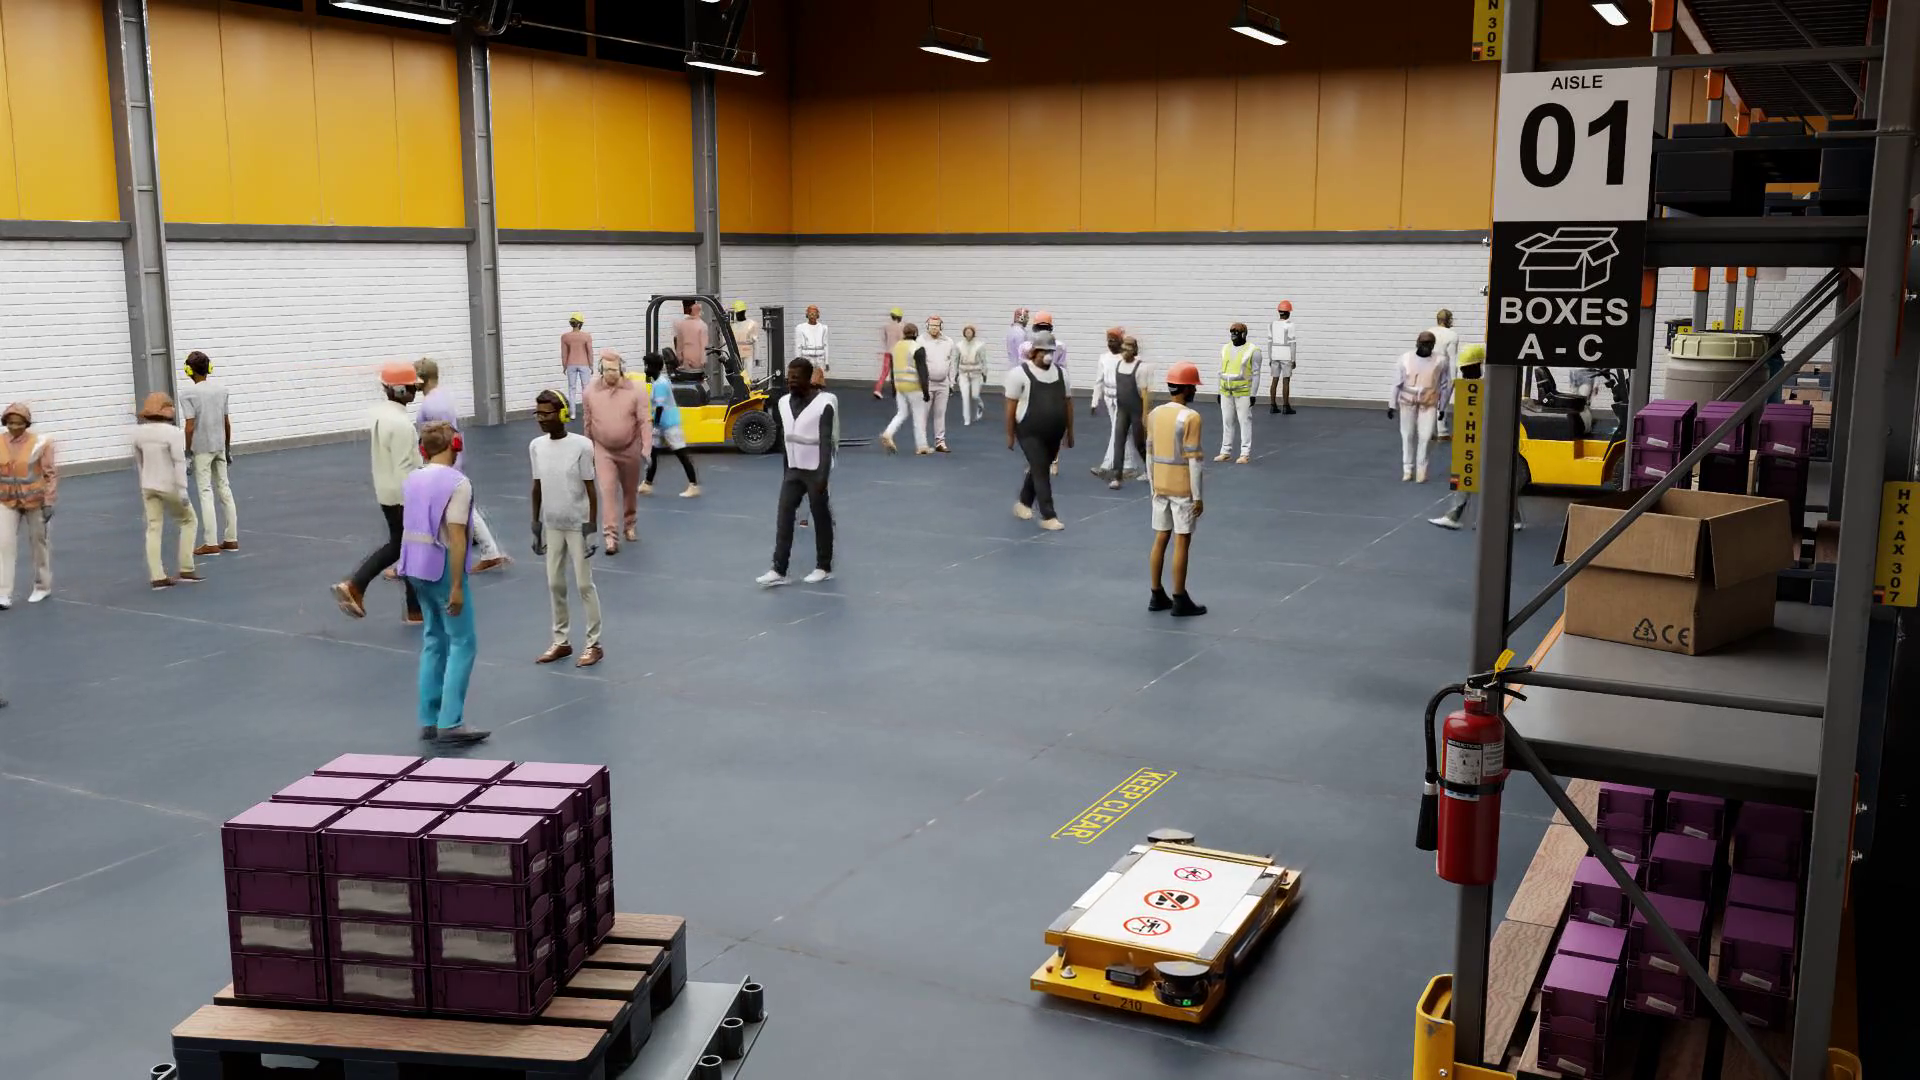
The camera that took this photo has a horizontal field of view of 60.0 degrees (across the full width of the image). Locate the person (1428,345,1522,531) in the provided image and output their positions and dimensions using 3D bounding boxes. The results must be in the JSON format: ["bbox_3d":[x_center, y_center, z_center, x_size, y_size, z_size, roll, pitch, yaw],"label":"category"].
[{"bbox_3d":[5.104,-0.984,16.325,0.995,1.845,0.596,1,10,5],"label":"person"}]

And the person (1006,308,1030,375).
[{"bbox_3d":[0.934,-2.619,25.639,0.407,1.905,0.638,-2,10,-13],"label":"person"}]

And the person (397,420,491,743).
[{"bbox_3d":[-2.939,0.230,9.426,0.604,1.803,0.451,8,12,37],"label":"person"}]

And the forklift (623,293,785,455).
[{"bbox_3d":[-3.588,-2.317,23.042,2.313,2.155,1.214,-1,10,-5],"label":"forklift"}]

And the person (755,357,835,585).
[{"bbox_3d":[-1.347,-0.543,13.649,0.626,1.884,0.868,7,12,36],"label":"person"}]

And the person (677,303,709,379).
[{"bbox_3d":[-4.646,-3.150,28.803,0.657,1.880,0.662,6,12,32],"label":"person"}]

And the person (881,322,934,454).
[{"bbox_3d":[-0.739,-2.055,22.679,0.731,1.809,0.705,-9,13,-43],"label":"person"}]

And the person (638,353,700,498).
[{"bbox_3d":[-3.323,-1.283,18.694,0.774,1.629,0.558,-3,10,-16],"label":"person"}]

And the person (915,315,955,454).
[{"bbox_3d":[-0.351,-2.135,22.837,0.642,1.905,0.399,-4,11,-24],"label":"person"}]

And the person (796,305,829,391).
[{"bbox_3d":[-2.451,-2.960,27.669,0.577,1.881,0.349,-4,11,-24],"label":"person"}]

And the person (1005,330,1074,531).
[{"bbox_3d":[0.796,-1.166,16.823,0.683,2.000,1.023,-6,11,-30],"label":"person"}]

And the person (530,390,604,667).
[{"bbox_3d":[-2.625,-0.073,11.058,0.513,1.858,0.370,4,11,23],"label":"person"}]

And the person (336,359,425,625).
[{"bbox_3d":[-4.174,-0.330,12.154,0.677,1.979,0.615,-8,12,-38],"label":"person"}]

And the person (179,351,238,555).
[{"bbox_3d":[-6.867,-0.787,15.149,0.334,1.865,0.521,5,11,28],"label":"person"}]

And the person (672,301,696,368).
[{"bbox_3d":[-4.869,-3.377,29.861,0.604,1.959,0.377,6,11,30],"label":"person"}]

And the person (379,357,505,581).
[{"bbox_3d":[-4.365,-0.595,14.012,0.999,1.890,0.635,-2,10,-10],"label":"person"}]

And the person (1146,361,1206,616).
[{"bbox_3d":[1.664,-0.394,12.654,0.373,1.934,0.551,-7,12,-34],"label":"person"}]

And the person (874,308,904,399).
[{"bbox_3d":[-1.273,-3.517,31.355,0.532,1.724,0.899,7,12,37],"label":"person"}]

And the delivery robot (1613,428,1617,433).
[{"bbox_3d":[8.230,-1.164,20.837,0.707,0.478,0.477,-6,11,-30],"label":"delivery robot"}]

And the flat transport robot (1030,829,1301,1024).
[{"bbox_3d":[0.854,1.486,6.590,0.652,0.197,1.431,5,11,25],"label":"flat transport robot"}]

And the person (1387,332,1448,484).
[{"bbox_3d":[5.467,-1.577,19.882,0.679,1.807,0.710,3,10,17],"label":"person"}]

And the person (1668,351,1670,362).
[{"bbox_3d":[10.108,-2.158,23.171,0.404,1.829,0.600,-2,10,-12],"label":"person"}]

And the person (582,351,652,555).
[{"bbox_3d":[-3.181,-0.839,15.503,0.645,1.859,1.024,-1,10,-6],"label":"person"}]

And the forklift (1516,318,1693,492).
[{"bbox_3d":[7.066,-1.601,18.899,2.313,2.155,1.214,5,11,27],"label":"forklift"}]

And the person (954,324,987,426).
[{"bbox_3d":[0.182,-2.649,26.650,0.533,1.618,0.555,2,10,10],"label":"person"}]

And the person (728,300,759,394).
[{"bbox_3d":[-3.847,-3.284,29.465,0.589,1.916,0.412,3,10,16],"label":"person"}]

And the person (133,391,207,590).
[{"bbox_3d":[-6.498,-0.417,13.694,0.525,1.611,0.581,3,10,16],"label":"person"}]

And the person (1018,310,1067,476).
[{"bbox_3d":[1.006,-1.798,20.477,0.608,2.043,0.377,-2,10,-10],"label":"person"}]

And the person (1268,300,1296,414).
[{"bbox_3d":[5.512,-3.114,28.397,0.368,1.939,0.542,-9,14,-43],"label":"person"}]

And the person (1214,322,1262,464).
[{"bbox_3d":[3.623,-1.921,21.772,0.625,1.844,0.429,9,13,41],"label":"person"}]

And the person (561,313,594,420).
[{"bbox_3d":[-6.296,-2.855,27.425,0.523,1.759,0.335,0,10,0],"label":"person"}]

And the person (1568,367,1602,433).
[{"bbox_3d":[9.082,-2.311,24.122,0.612,1.816,0.598,-5,11,-25],"label":"person"}]

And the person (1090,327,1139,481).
[{"bbox_3d":[1.839,-1.643,20.157,0.953,1.836,0.607,-9,13,-42],"label":"person"}]

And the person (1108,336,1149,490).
[{"bbox_3d":[2.055,-1.507,19.546,0.514,1.799,0.910,8,13,40],"label":"person"}]

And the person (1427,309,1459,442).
[{"bbox_3d":[6.980,-2.388,24.202,0.366,1.935,0.630,-7,12,-33],"label":"person"}]

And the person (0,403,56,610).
[{"bbox_3d":[-7.267,-0.256,12.820,0.572,1.589,0.828,-2,10,-11],"label":"person"}]

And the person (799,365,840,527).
[{"bbox_3d":[-1.461,-0.937,16.674,0.509,1.632,0.267,-1,10,-4],"label":"person"}]
